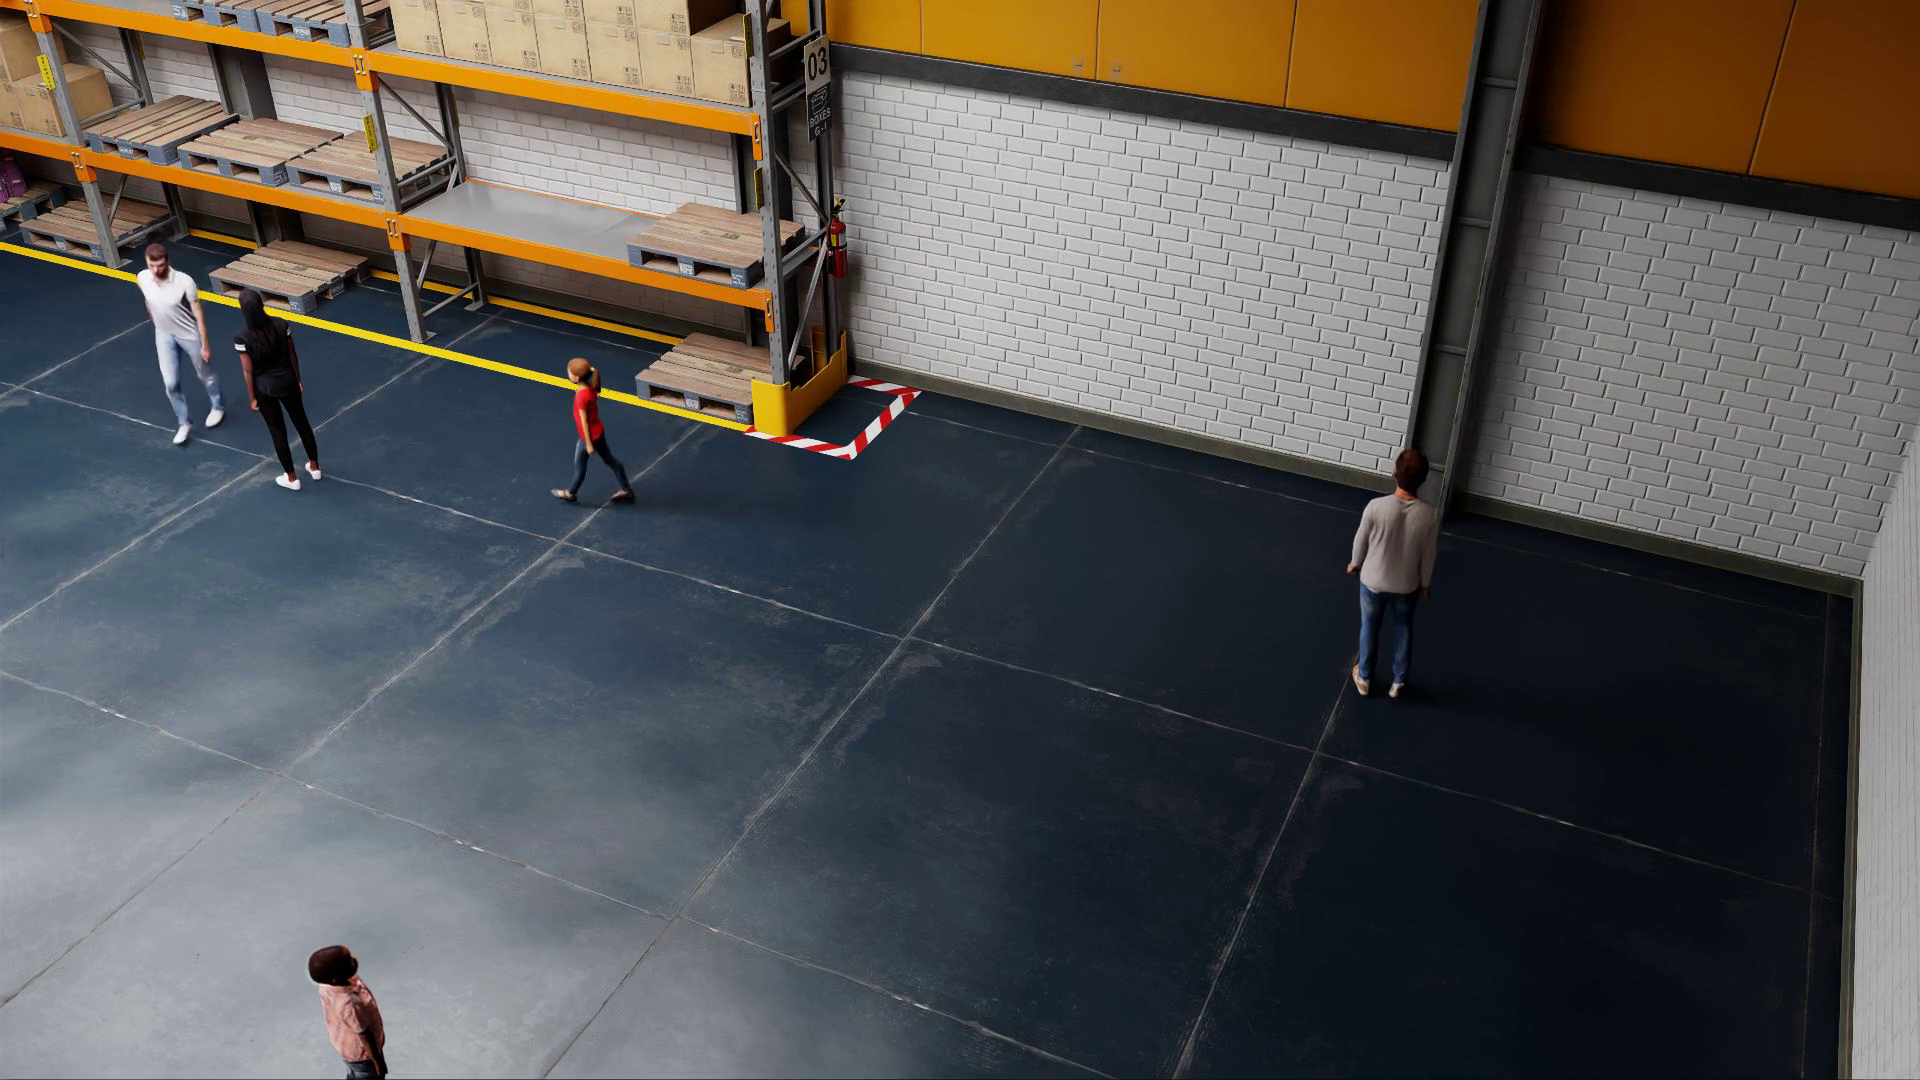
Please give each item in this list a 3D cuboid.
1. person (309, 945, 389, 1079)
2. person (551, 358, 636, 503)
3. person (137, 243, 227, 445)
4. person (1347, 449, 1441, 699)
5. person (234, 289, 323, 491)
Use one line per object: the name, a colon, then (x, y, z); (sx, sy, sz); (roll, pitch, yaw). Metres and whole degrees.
person: (-2.950, 2.453, 8.133); (0.636, 1.307, 0.520); (-27, 42, -35)
person: (-2.833, -0.827, 13.092); (0.944, 1.279, 0.691); (4, 34, 6)
person: (-6.521, -1.728, 13.981); (0.930, 1.797, 0.947); (2, 34, 3)
person: (2.808, 0.285, 10.861); (0.687, 1.898, 0.817); (6, 34, 8)
person: (-5.447, -1.209, 13.258); (0.677, 1.732, 0.682); (28, 43, 36)
